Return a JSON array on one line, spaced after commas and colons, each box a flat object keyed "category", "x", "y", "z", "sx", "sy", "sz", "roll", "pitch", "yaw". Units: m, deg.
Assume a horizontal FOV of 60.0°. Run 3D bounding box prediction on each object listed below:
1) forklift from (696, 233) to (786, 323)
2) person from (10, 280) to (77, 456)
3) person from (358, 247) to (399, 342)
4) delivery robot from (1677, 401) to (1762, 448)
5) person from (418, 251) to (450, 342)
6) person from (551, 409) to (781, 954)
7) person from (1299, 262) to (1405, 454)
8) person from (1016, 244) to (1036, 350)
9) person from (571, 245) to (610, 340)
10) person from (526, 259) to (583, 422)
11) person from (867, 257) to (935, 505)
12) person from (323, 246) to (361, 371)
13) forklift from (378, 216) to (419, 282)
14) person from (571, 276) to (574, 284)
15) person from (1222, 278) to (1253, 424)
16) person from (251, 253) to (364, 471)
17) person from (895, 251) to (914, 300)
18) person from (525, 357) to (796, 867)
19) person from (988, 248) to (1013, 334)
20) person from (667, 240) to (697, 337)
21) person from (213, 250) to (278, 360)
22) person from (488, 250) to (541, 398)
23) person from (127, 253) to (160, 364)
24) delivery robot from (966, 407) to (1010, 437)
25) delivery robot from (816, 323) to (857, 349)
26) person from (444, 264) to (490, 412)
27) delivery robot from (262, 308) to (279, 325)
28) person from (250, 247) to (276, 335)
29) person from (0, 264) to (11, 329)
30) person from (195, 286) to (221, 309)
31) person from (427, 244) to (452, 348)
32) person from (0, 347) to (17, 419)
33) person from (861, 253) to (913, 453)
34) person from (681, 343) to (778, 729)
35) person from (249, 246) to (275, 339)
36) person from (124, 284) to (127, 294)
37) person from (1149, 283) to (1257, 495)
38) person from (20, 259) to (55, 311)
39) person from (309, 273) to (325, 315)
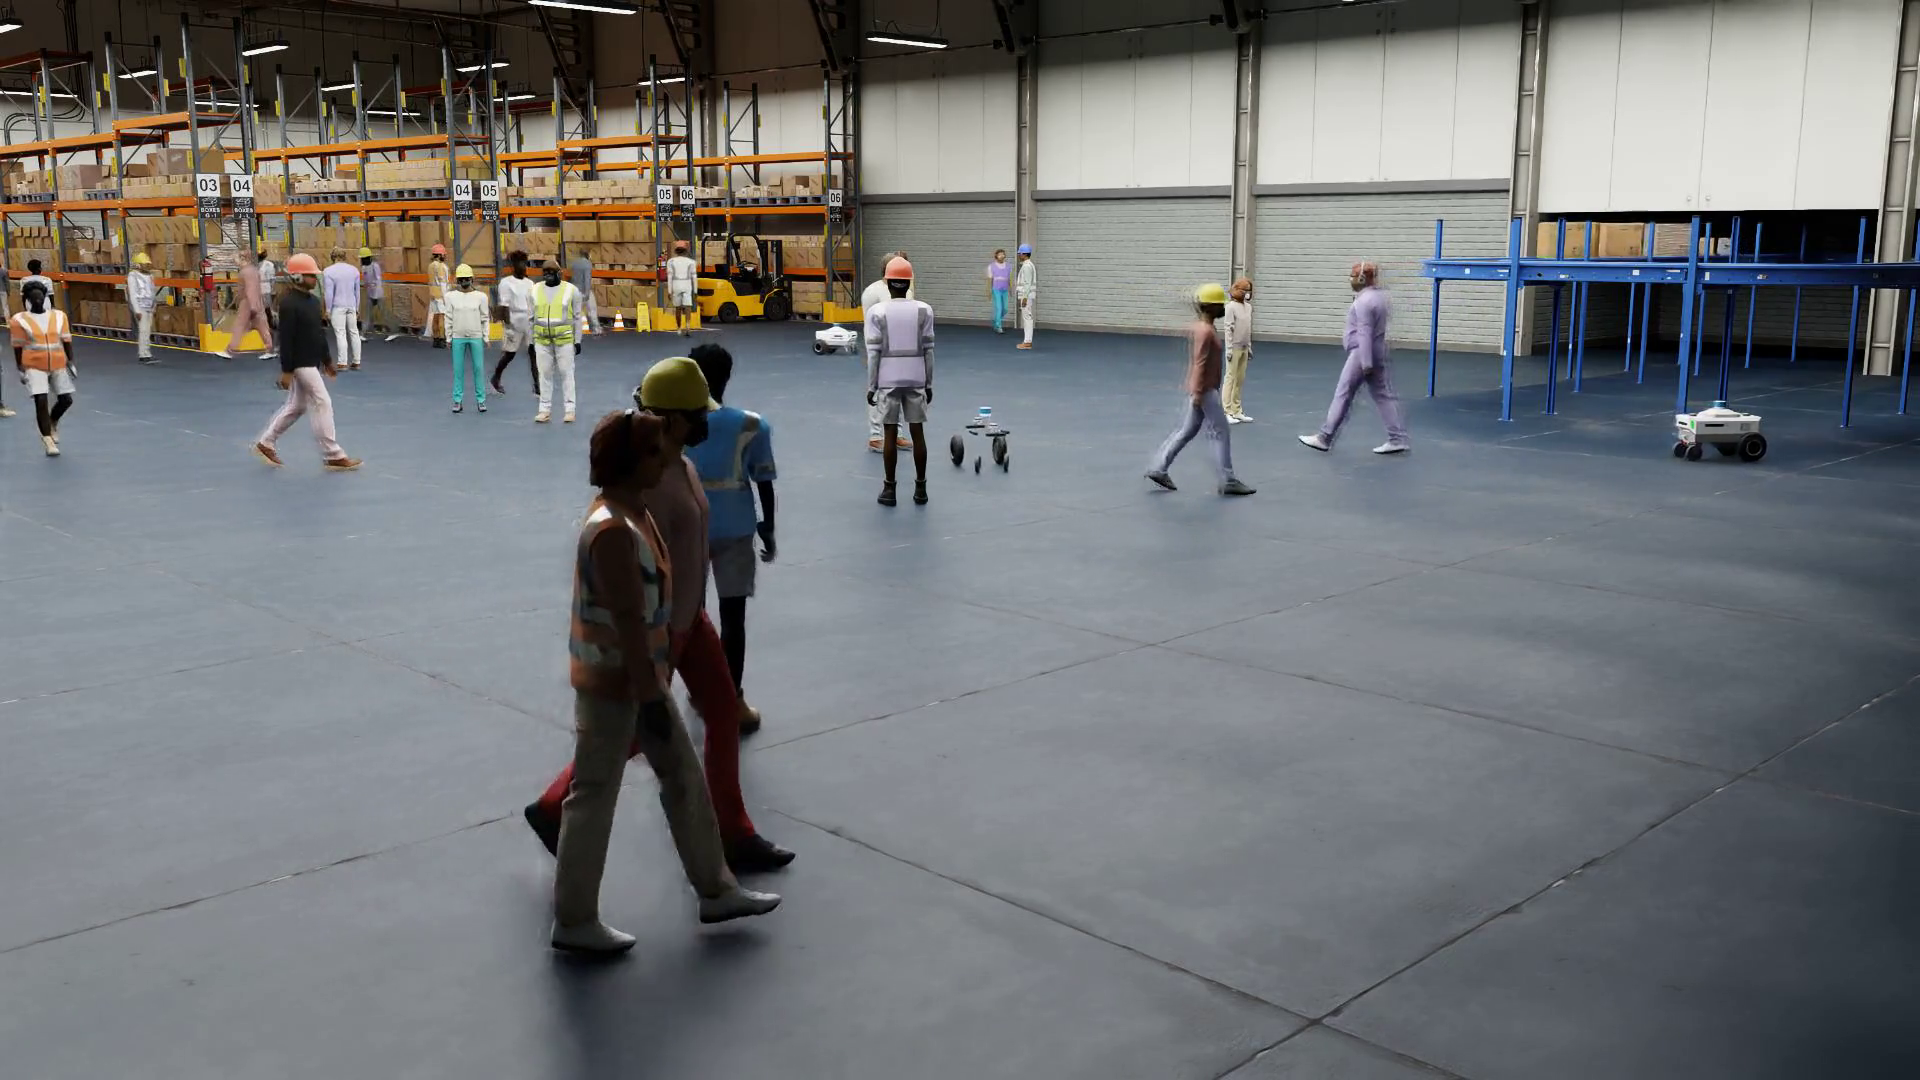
[{"category": "forklift", "x": -5.496, "y": -6.489, "z": 41.108, "sx": 2.313, "sy": 2.155, "sz": 1.214, "roll": -10, "pitch": 14, "yaw": -44}, {"category": "person", "x": -8.898, "y": -1.678, "z": 16.136, "sx": 0.564, "sy": 1.682, "sz": 0.545, "roll": 10, "pitch": 14, "yaw": 44}, {"category": "person", "x": -11.665, "y": -4.883, "z": 33.134, "sx": 0.589, "sy": 1.871, "sz": 0.952, "roll": 7, "pitch": 12, "yaw": 32}, {"category": "delivery robot", "x": 7.232, "y": -1.085, "z": 15.859, "sx": 0.707, "sy": 0.478, "sz": 0.477, "roll": 0, "pitch": 10, "yaw": -2}, {"category": "person", "x": -10.377, "y": -4.876, "z": 33.192, "sx": 0.979, "sy": 1.837, "sz": 0.558, "roll": 5, "pitch": 11, "yaw": 24}, {"category": "person", "x": -0.878, "y": 0.427, "z": 4.879, "sx": 0.771, "sy": 1.608, "sz": 0.538, "roll": 0, "pitch": 10, "yaw": -2}, {"category": "person", "x": 3.892, "y": -1.768, "z": 16.190, "sx": 1.008, "sy": 1.853, "sz": 0.646, "roll": 6, "pitch": 12, "yaw": 31}, {"category": "person", "x": 1.230, "y": -4.544, "z": 31.059, "sx": 0.389, "sy": 1.946, "sz": 0.614, "roll": 1, "pitch": 10, "yaw": 4}, {"category": "person", "x": -7.605, "y": -5.038, "z": 33.905, "sx": 0.642, "sy": 1.889, "sz": 0.972, "roll": 8, "pitch": 13, "yaw": 37}, {"category": "person", "x": -4.608, "y": -2.258, "z": 18.890, "sx": 0.634, "sy": 1.839, "sz": 0.429, "roll": 0, "pitch": 10, "yaw": 2}, {"category": "person", "x": -0.474, "y": -1.254, "z": 13.142, "sx": 0.542, "sy": 1.939, "sz": 0.366, "roll": -2, "pitch": 11, "yaw": -12}, {"category": "person", "x": -9.685, "y": -3.627, "z": 26.082, "sx": 0.376, "sy": 1.940, "sz": 0.627, "roll": 7, "pitch": 13, "yaw": 35}, {"category": "forklift", "x": -17.868, "y": -9.201, "z": 54.028, "sx": 1.873, "sy": 2.768, "sz": 1.129, "roll": -10, "pitch": 14, "yaw": -44}, {"category": "person", "x": -10.456, "y": -7.094, "z": 45.556, "sx": 0.483, "sy": 1.737, "sz": 0.320, "roll": 4, "pitch": 11, "yaw": 19}, {"category": "person", "x": 3.156, "y": -2.148, "z": 18.856, "sx": 0.289, "sy": 1.632, "sz": 0.497, "roll": 8, "pitch": 13, "yaw": 39}, {"category": "person", "x": -5.984, "y": -1.605, "z": 15.035, "sx": 0.988, "sy": 1.963, "sz": 0.603, "roll": -1, "pitch": 10, "yaw": -3}, {"category": "person", "x": -1.022, "y": -4.117, "z": 29.059, "sx": 0.431, "sy": 1.836, "sz": 0.619, "roll": 2, "pitch": 11, "yaw": 13}, {"category": "person", "x": -1.026, "y": 0.254, "z": 5.494, "sx": 0.850, "sy": 1.730, "sz": 0.529, "roll": 1, "pitch": 10, "yaw": 7}, {"category": "person", "x": 0.860, "y": -5.397, "z": 36.038, "sx": 0.586, "sy": 1.826, "sz": 0.528, "roll": -5, "pitch": 12, "yaw": -26}, {"category": "person", "x": -5.813, "y": -5.261, "z": 34.823, "sx": 0.619, "sy": 2.015, "sz": 0.950, "roll": -2, "pitch": 11, "yaw": -12}, {"category": "person", "x": -12.195, "y": -3.997, "z": 28.339, "sx": 1.004, "sy": 1.854, "sz": 0.646, "roll": -2, "pitch": 11, "yaw": -11}, {"category": "person", "x": -5.819, "y": -2.839, "z": 21.836, "sx": 0.961, "sy": 1.934, "sz": 0.609, "roll": 7, "pitch": 13, "yaw": 34}, {"category": "person", "x": -13.478, "y": -3.825, "z": 27.525, "sx": 0.463, "sy": 1.811, "sz": 0.587, "roll": 1, "pitch": 10, "yaw": 6}, {"category": "delivery robot", "x": 0.233, "y": -1.102, "z": 15.241, "sx": 0.335, "sy": 0.223, "sz": 0.698, "roll": -3, "pitch": 11, "yaw": -15}, {"category": "delivery robot", "x": -2.212, "y": -3.630, "z": 29.738, "sx": 0.707, "sy": 0.478, "sz": 0.477, "roll": 4, "pitch": 11, "yaw": 22}, {"category": "person", "x": -5.923, "y": -2.427, "z": 20.010, "sx": 0.524, "sy": 1.769, "sz": 0.315, "roll": -3, "pitch": 11, "yaw": -14}, {"category": "delivery robot", "x": -15.424, "y": -4.965, "z": 37.019, "sx": 0.477, "sy": 0.478, "sz": 0.707, "roll": -8, "pitch": 13, "yaw": -38}, {"category": "person", "x": -15.010, "y": -5.354, "z": 35.697, "sx": 0.679, "sy": 1.870, "sz": 0.604, "roll": 9, "pitch": 14, "yaw": 41}, {"category": "person", "x": -21.720, "y": -5.576, "z": 37.543, "sx": 0.502, "sy": 1.632, "sz": 0.277, "roll": -8, "pitch": 13, "yaw": -37}, {"category": "person", "x": -18.127, "y": -6.171, "z": 40.061, "sx": 0.636, "sy": 1.903, "sz": 0.405, "roll": -1, "pitch": 10, "yaw": -3}, {"category": "person", "x": -9.819, "y": -4.606, "z": 31.420, "sx": 0.369, "sy": 1.939, "sz": 0.542, "roll": -9, "pitch": 14, "yaw": -40}, {"category": "person", "x": -11.342, "y": -2.317, "z": 19.249, "sx": 0.532, "sy": 1.833, "sz": 0.510, "roll": -1, "pitch": 10, "yaw": -4}, {"category": "person", "x": -0.698, "y": -1.848, "z": 16.383, "sx": 0.360, "sy": 1.937, "sz": 0.639, "roll": 9, "pitch": 14, "yaw": 41}, {"category": "person", "x": -1.065, "y": -0.029, "z": 7.281, "sx": 0.541, "sy": 1.645, "sz": 0.741, "roll": -1, "pitch": 10, "yaw": -6}, {"category": "person", "x": -14.275, "y": -5.068, "z": 33.945, "sx": 0.550, "sy": 1.937, "sz": 0.357, "roll": -1, "pitch": 10, "yaw": -7}, {"category": "person", "x": -22.723, "y": -7.210, "z": 45.688, "sx": 0.559, "sy": 1.915, "sz": 0.586, "roll": 6, "pitch": 12, "yaw": 32}, {"category": "person", "x": 1.980, "y": -1.247, "z": 13.685, "sx": 0.883, "sy": 1.728, "sz": 0.532, "roll": 2, "pitch": 11, "yaw": 10}, {"category": "person", "x": -15.941, "y": -4.002, "z": 28.779, "sx": 0.535, "sy": 1.699, "sz": 0.322, "roll": -2, "pitch": 11, "yaw": -12}, {"category": "person", "x": -13.604, "y": -5.096, "z": 34.926, "sx": 0.550, "sy": 1.619, "sz": 0.365, "roll": -2, "pitch": 11, "yaw": -9}]
